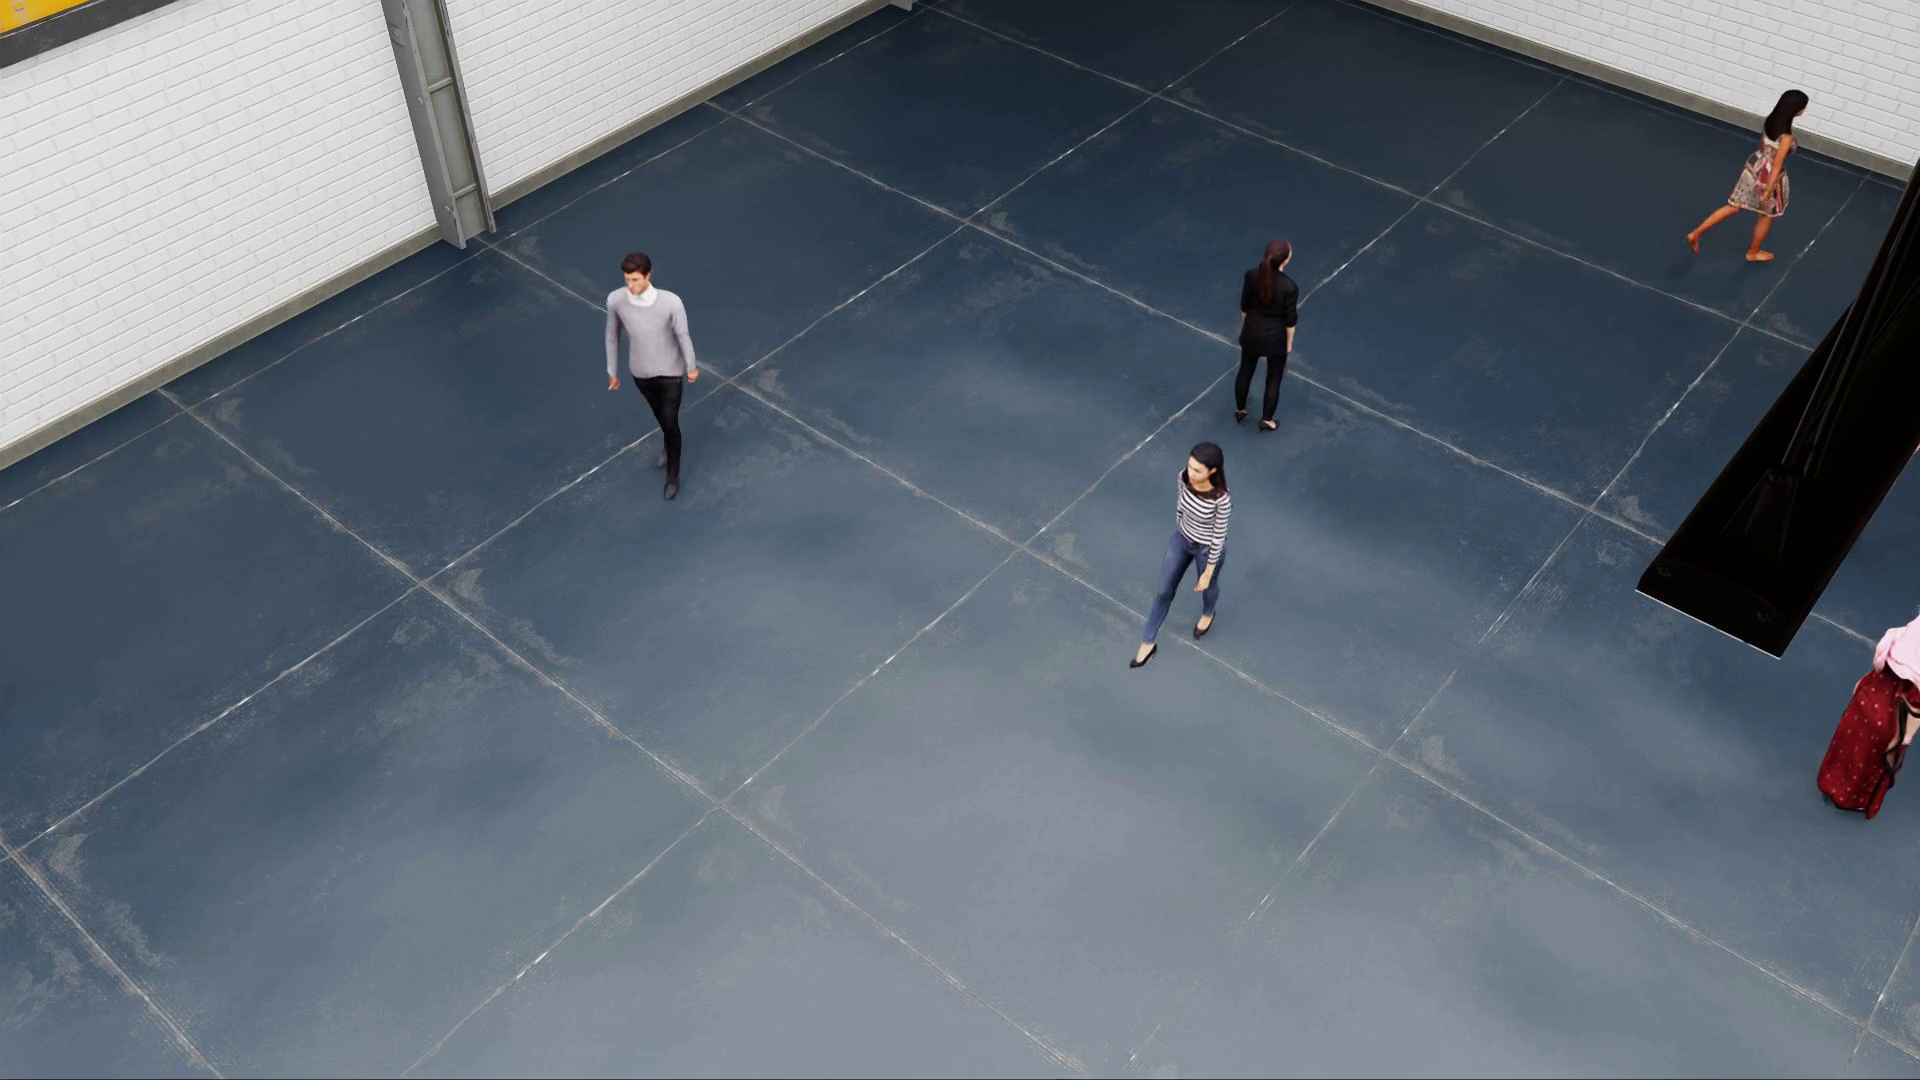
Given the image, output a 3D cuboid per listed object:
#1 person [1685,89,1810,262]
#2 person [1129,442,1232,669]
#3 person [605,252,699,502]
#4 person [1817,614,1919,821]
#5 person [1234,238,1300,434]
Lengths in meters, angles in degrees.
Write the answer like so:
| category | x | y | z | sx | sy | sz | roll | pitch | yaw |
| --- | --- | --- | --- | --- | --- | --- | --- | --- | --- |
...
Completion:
| category | x | y | z | sx | sy | sz | roll | pitch | yaw |
| --- | --- | --- | --- | --- | --- | --- | --- | --- | --- |
| person | 6.680 | -3.051 | 14.027 | 1.118 | 1.623 | 1.053 | -4 | 44 | -4 |
| person | 1.592 | 0.040 | 10.683 | 0.607 | 1.760 | 1.019 | 31 | 52 | 29 |
| person | -2.156 | -1.308 | 11.998 | 1.013 | 1.898 | 1.128 | 9 | 44 | 9 |
| person | 5.434 | 0.979 | 9.786 | 0.817 | 1.637 | 0.761 | -4 | 44 | -4 |
| person | 2.255 | -1.512 | 12.383 | 0.610 | 1.661 | 0.559 | 26 | 50 | 25 |
